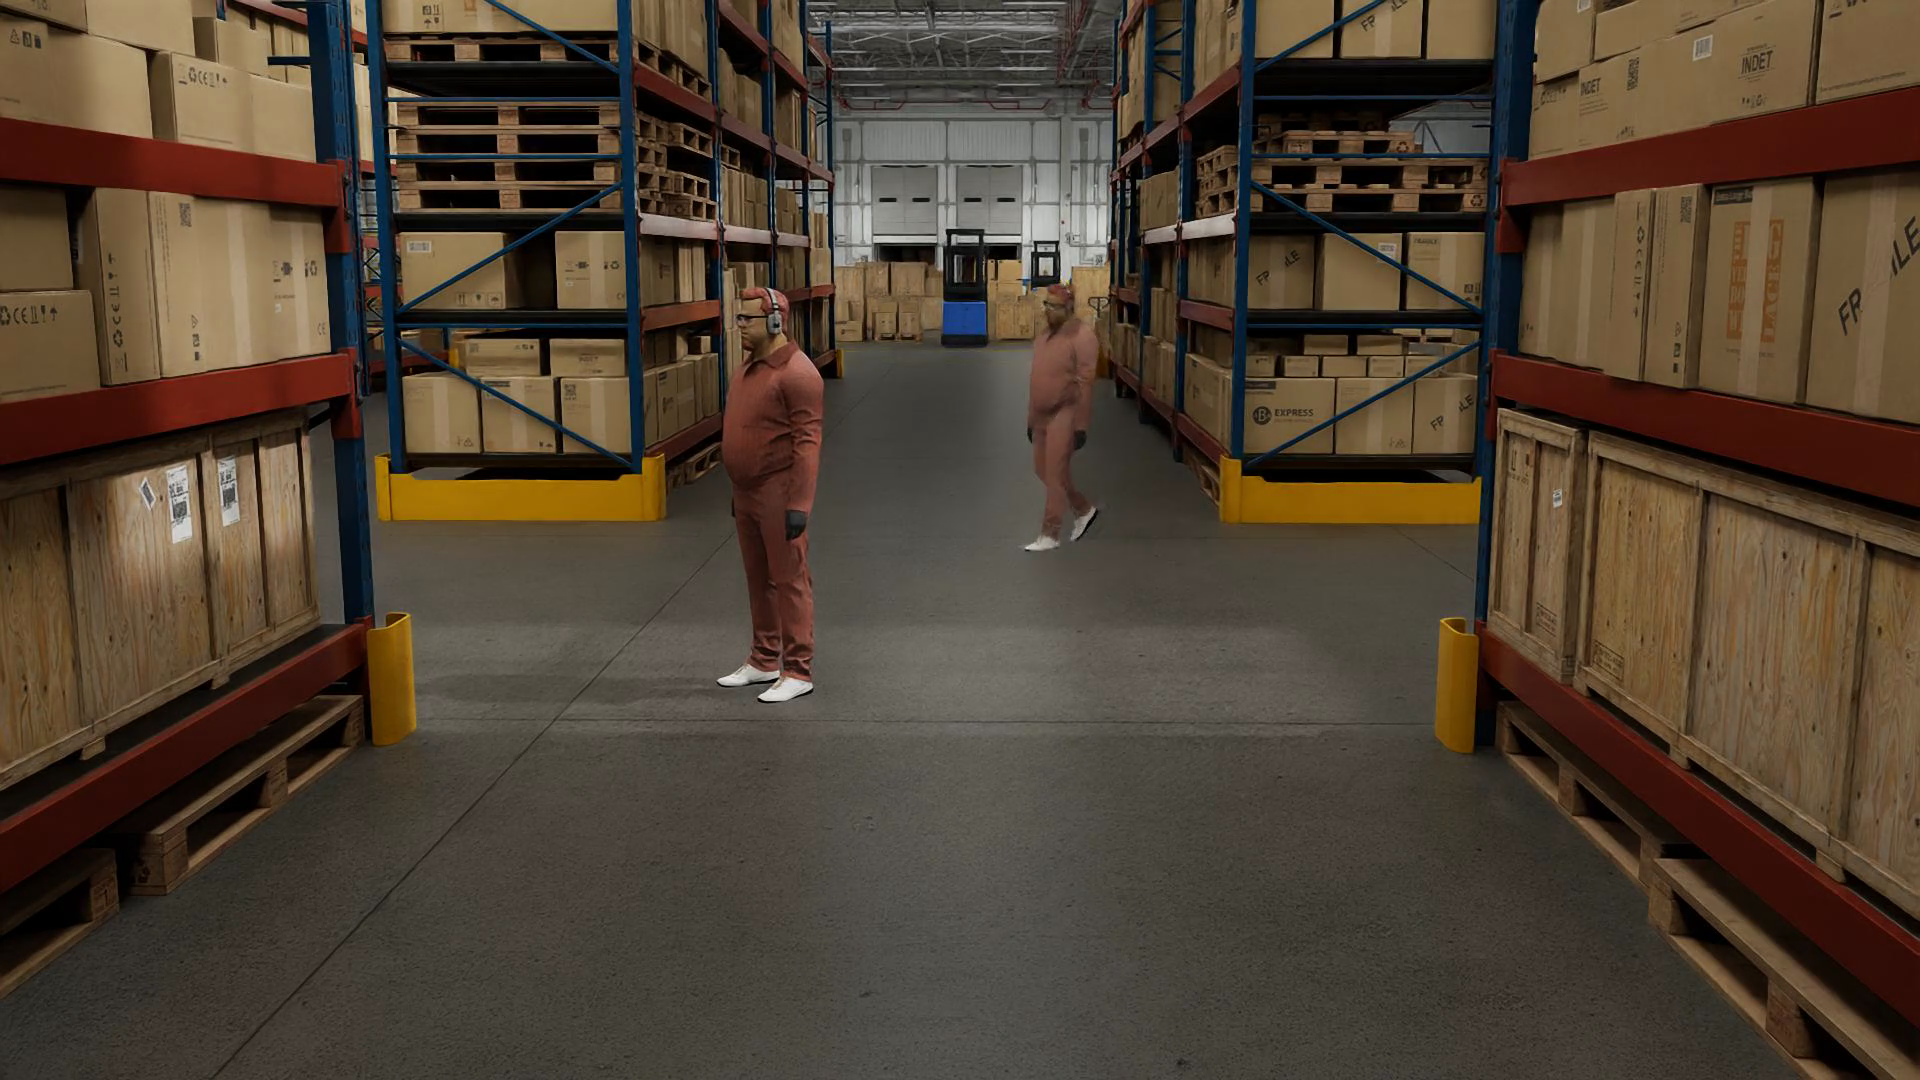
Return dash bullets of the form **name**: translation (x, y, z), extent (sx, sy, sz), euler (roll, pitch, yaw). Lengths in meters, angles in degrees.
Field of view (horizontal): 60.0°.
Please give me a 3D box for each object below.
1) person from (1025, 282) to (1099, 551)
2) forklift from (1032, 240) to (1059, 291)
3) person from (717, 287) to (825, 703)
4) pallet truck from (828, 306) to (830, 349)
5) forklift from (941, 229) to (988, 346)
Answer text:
- **person**: translation (0.733, -0.873, 11.795), extent (0.650, 1.902, 0.680), euler (-6, 11, -33)
- **forklift**: translation (3.172, -9.648, 61.356), extent (1.129, 2.768, 1.873), euler (0, 9, 1)
- **person**: translation (-0.898, -0.209, 7.723), extent (0.407, 1.910, 0.638), euler (-7, 12, -35)
- **pallet truck**: translation (-3.100, -3.940, 29.800), extent (1.885, 1.965, 0.823), euler (3, 10, 19)
- **forklift**: translation (0.124, -6.117, 40.203), extent (1.129, 2.768, 1.873), euler (0, 9, 1)
